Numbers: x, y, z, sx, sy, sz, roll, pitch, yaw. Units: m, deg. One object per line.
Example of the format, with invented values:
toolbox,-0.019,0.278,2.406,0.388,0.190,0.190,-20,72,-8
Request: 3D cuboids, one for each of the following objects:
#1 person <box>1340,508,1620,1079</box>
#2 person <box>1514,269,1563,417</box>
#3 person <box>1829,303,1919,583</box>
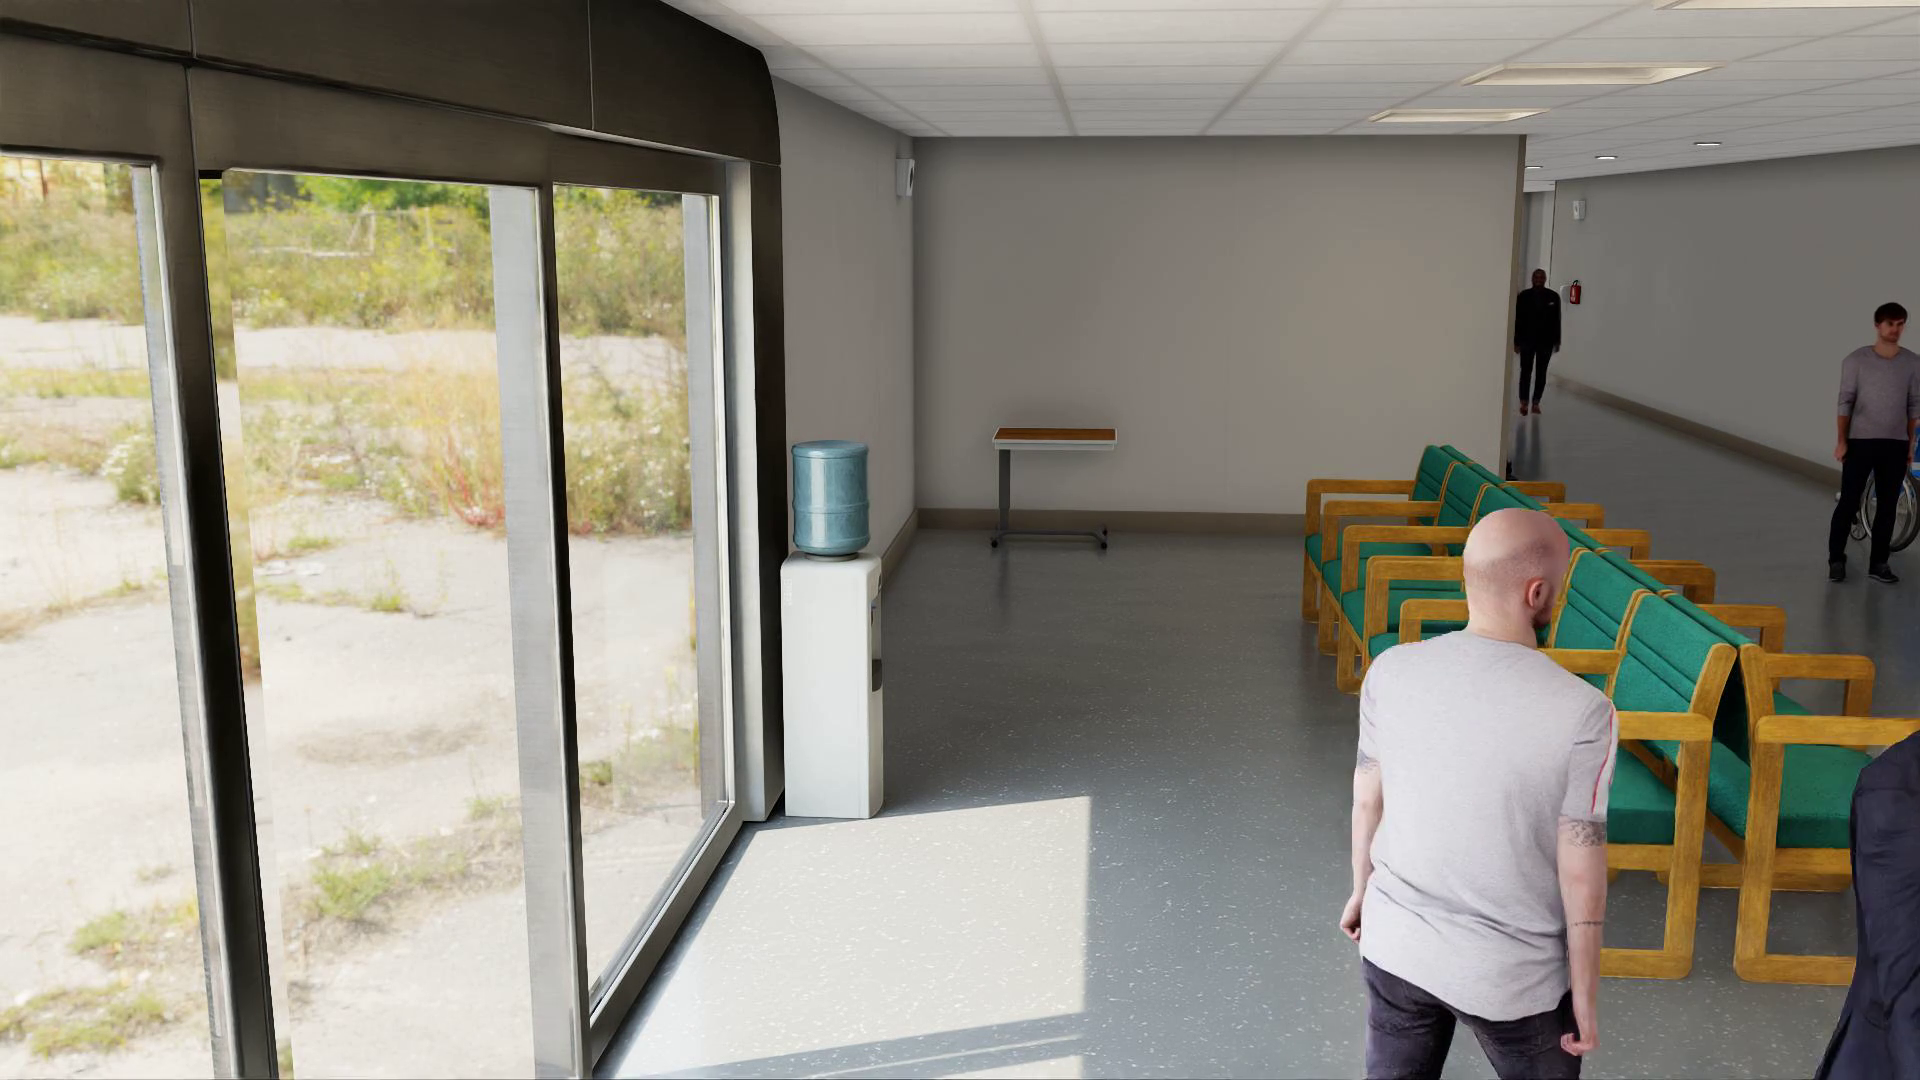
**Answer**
person,0.944,0.851,3.198,0.808,1.819,0.915,7,13,33
person,7.118,-2.417,20.517,1.055,1.782,0.899,3,11,14
person,6.069,-0.649,11.030,0.478,1.844,0.722,1,11,8
